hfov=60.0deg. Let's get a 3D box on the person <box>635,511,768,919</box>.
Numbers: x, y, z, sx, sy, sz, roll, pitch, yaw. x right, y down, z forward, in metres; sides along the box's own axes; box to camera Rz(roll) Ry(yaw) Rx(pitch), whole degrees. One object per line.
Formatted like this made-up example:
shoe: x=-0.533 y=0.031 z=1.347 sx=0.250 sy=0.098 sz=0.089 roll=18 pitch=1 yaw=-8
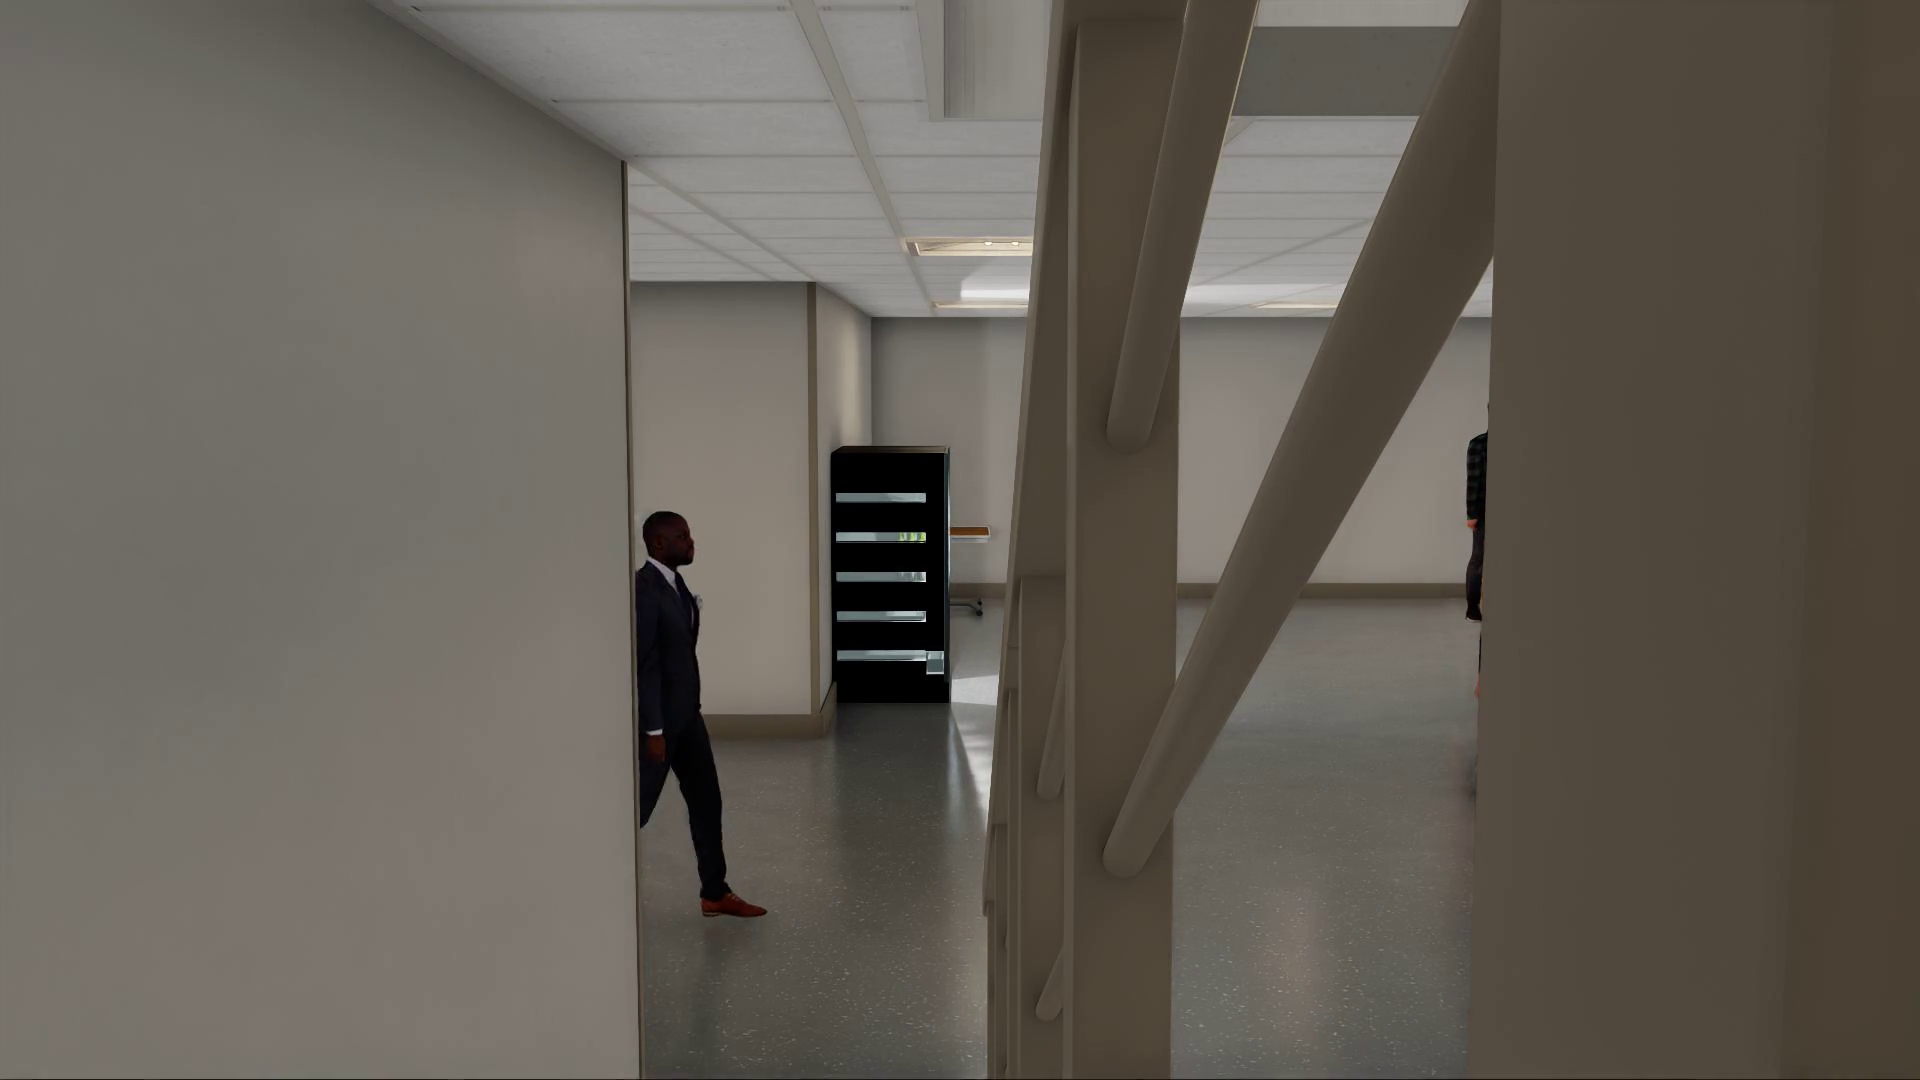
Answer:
person: x=-1.375 y=0.786 z=7.203 sx=0.909 sy=1.799 sz=1.160 roll=1 pitch=6 yaw=11
